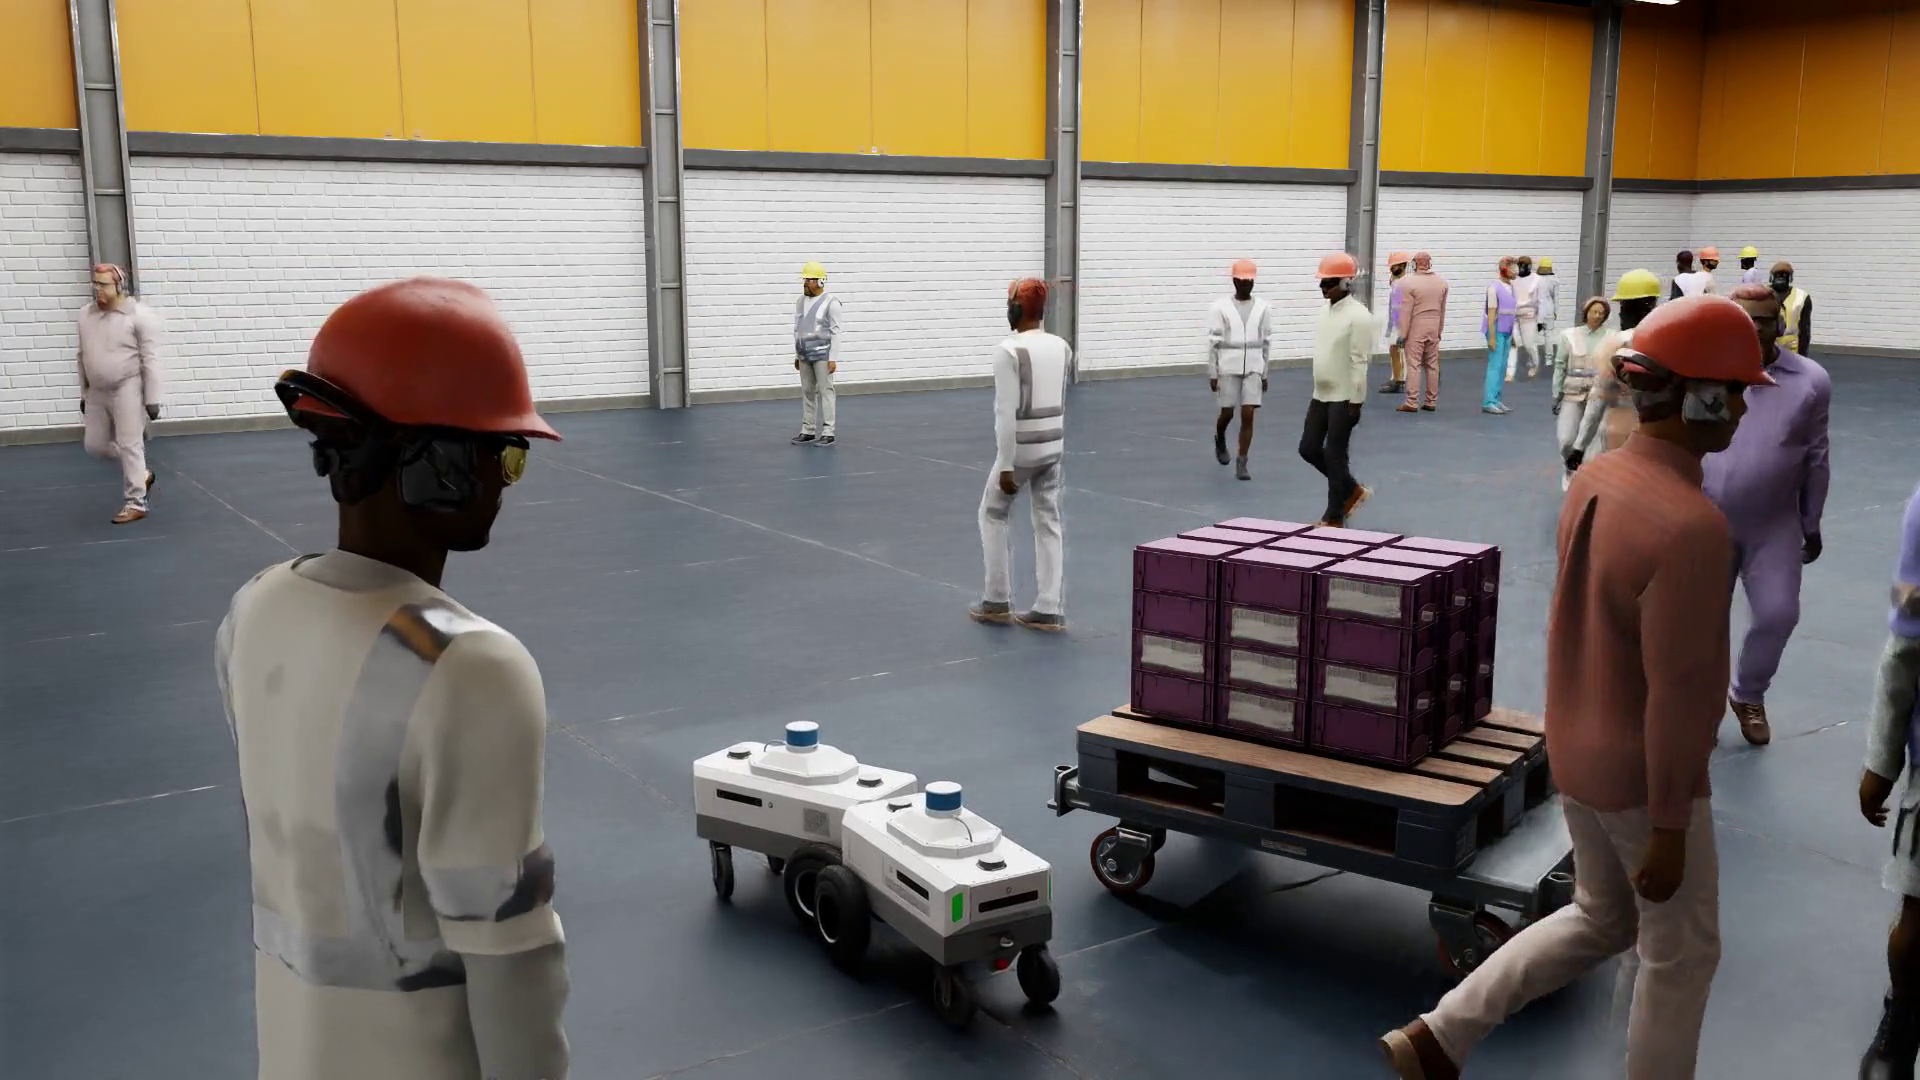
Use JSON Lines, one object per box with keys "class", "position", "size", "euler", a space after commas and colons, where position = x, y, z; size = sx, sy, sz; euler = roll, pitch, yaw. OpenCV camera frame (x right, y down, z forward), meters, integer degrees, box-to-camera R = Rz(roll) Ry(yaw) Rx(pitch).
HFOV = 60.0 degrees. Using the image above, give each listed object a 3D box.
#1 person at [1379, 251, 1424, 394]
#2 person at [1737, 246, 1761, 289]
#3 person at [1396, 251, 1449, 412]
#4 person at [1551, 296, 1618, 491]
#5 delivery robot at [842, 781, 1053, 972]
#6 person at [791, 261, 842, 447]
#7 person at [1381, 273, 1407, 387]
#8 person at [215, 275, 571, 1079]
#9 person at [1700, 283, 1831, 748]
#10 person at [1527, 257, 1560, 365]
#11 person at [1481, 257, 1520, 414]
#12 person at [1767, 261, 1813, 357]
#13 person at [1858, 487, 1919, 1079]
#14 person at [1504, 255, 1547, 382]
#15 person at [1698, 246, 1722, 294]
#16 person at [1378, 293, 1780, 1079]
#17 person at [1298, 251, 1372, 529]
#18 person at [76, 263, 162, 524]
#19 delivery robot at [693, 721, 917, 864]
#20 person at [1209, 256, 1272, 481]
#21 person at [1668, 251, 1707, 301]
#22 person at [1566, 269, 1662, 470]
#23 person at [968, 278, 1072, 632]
{"class": "person", "position": [6.000, -2.893, 22.145], "size": [0.800, 1.897, 0.581], "euler": [-3, 11, -14]}
{"class": "person", "position": [12.072, -3.533, 25.551], "size": [0.367, 1.927, 0.587], "euler": [6, 12, 32]}
{"class": "person", "position": [5.470, -2.470, 19.799], "size": [0.637, 1.904, 0.403], "euler": [-4, 11, -22]}
{"class": "person", "position": [4.906, -1.098, 13.006], "size": [0.531, 1.622, 0.548], "euler": [4, 11, 21]}
{"class": "delivery robot", "position": [-0.045, 0.920, 4.648], "size": [0.477, 0.478, 0.707], "euler": [-6, 12, -30]}
{"class": "person", "position": [-1.445, -1.848, 16.568], "size": [0.588, 1.835, 0.403], "euler": [9, 13, 40]}
{"class": "person", "position": [6.082, -2.944, 23.127], "size": [0.285, 1.633, 0.499], "euler": [9, 13, 40]}
{"class": "person", "position": [-0.670, 0.689, 2.137], "size": [0.609, 2.032, 0.410], "euler": [9, 14, 42]}
{"class": "person", "position": [3.140, -0.079, 6.716], "size": [0.670, 1.890, 0.443], "euler": [3, 11, 14]}
{"class": "person", "position": [9.459, -3.706, 27.008], "size": [0.487, 1.744, 0.295], "euler": [3, 11, 15]}
{"class": "person", "position": [6.410, -2.402, 19.642], "size": [0.484, 1.838, 0.588], "euler": [9, 14, 40]}
{"class": "person", "position": [8.268, -1.907, 16.896], "size": [0.651, 1.832, 0.448], "euler": [5, 12, 27]}
{"class": "person", "position": [2.275, 0.480, 3.587], "size": [0.555, 1.915, 0.474], "euler": [5, 11, 24]}
{"class": "person", "position": [8.142, -3.198, 24.023], "size": [0.631, 1.821, 0.770], "euler": [8, 13, 38]}
{"class": "person", "position": [10.503, -3.159, 23.471], "size": [0.361, 1.940, 0.543], "euler": [7, 12, 33]}
{"class": "person", "position": [1.353, 0.468, 3.510], "size": [0.726, 1.969, 0.628], "euler": [0, 10, -2]}
{"class": "person", "position": [2.653, -1.006, 11.569], "size": [0.503, 1.981, 0.619], "euler": [-4, 11, -22]}
{"class": "person", "position": [-6.139, -1.079, 12.198], "size": [0.656, 1.891, 0.516], "euler": [2, 11, 13]}
{"class": "delivery robot", "position": [-0.494, 0.814, 5.228], "size": [0.707, 0.478, 0.477], "euler": [7, 12, 32]}
{"class": "person", "position": [2.410, -1.491, 14.411], "size": [0.542, 1.920, 0.652], "euler": [-1, 10, -3]}
{"class": "person", "position": [9.820, -2.987, 22.684], "size": [0.610, 1.874, 0.916], "euler": [-6, 12, -28]}
{"class": "person", "position": [3.758, -0.587, 9.499], "size": [0.613, 1.880, 0.939], "euler": [-6, 12, -31]}
{"class": "person", "position": [0.301, -0.458, 8.871], "size": [0.595, 1.855, 0.725], "euler": [-9, 14, -42]}
